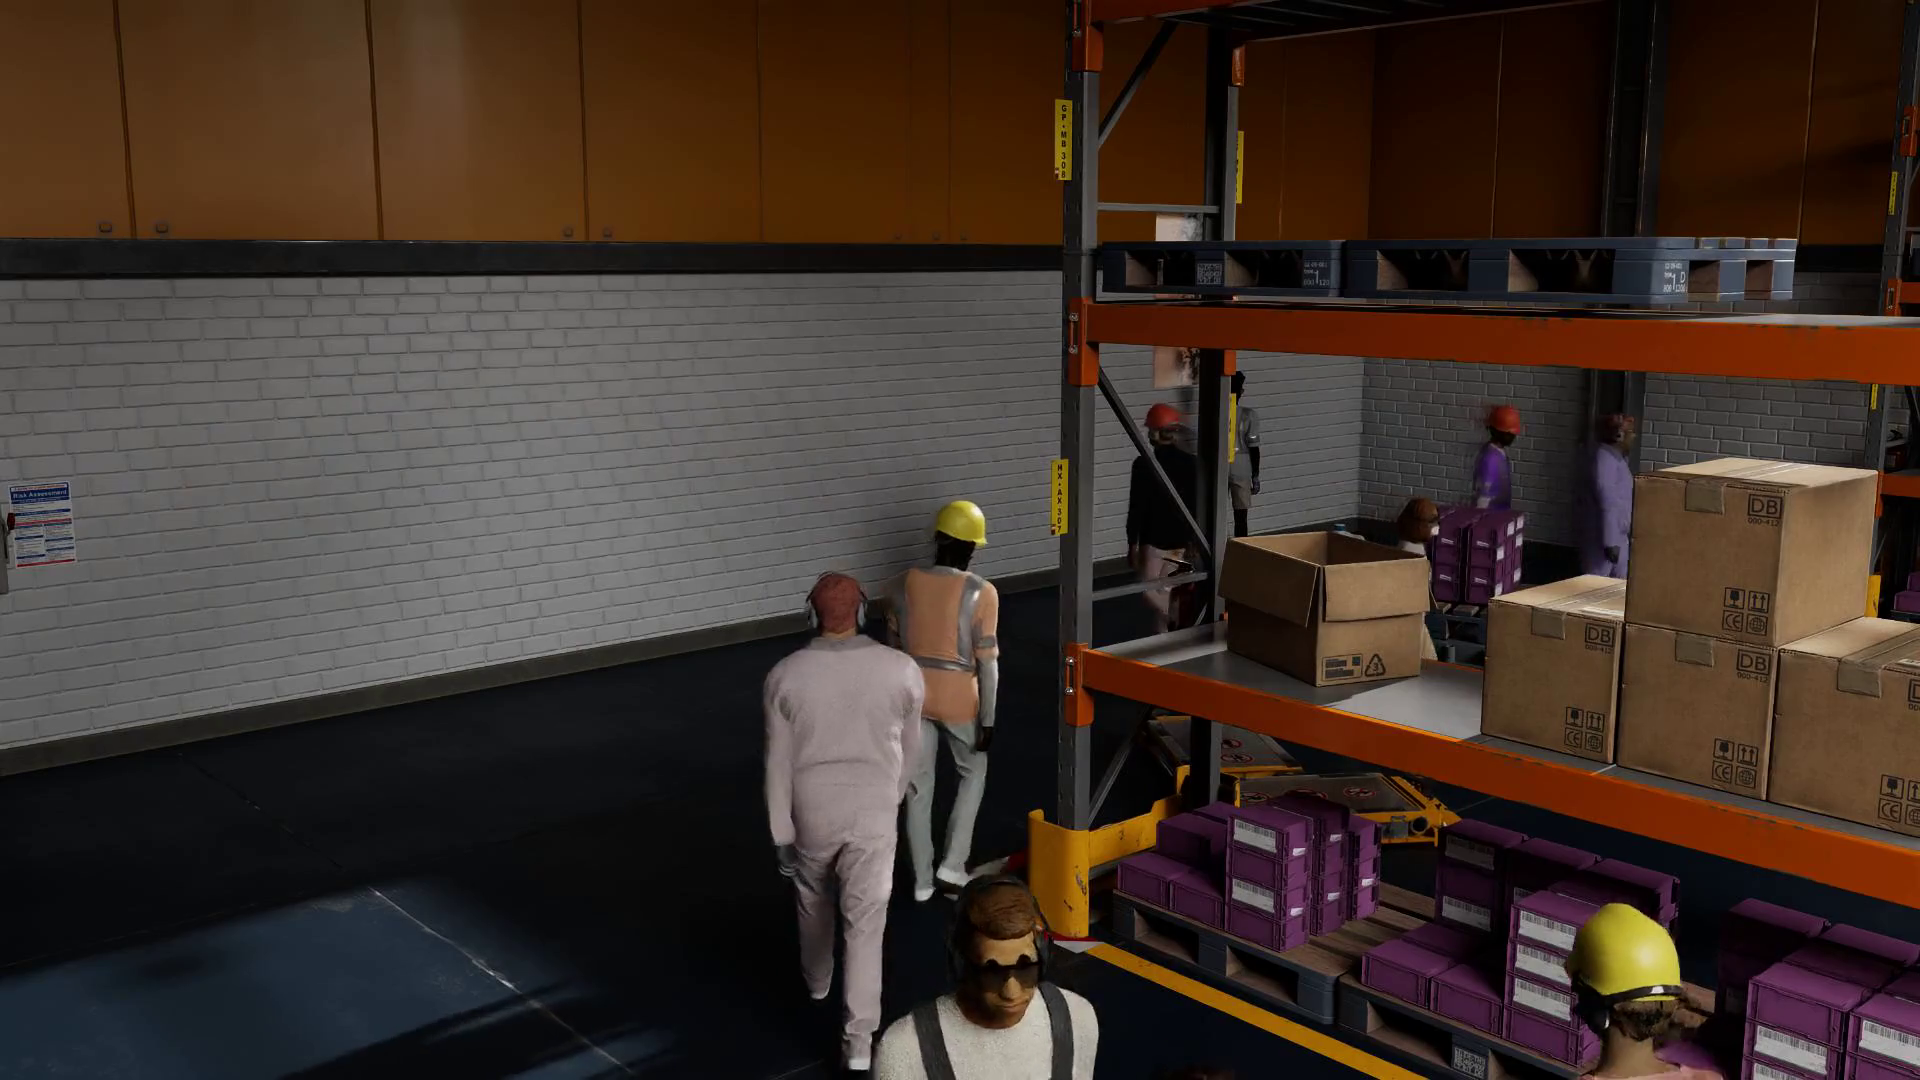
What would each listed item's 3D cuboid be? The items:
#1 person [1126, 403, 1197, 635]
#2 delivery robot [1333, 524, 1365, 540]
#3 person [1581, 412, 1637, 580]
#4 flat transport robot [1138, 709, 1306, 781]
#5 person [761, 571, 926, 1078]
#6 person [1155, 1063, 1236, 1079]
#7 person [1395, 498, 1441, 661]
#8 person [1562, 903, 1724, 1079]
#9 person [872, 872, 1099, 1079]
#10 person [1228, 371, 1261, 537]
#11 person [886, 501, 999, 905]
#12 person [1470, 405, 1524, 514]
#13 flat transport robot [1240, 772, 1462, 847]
[{"bbox_3d":[1.526,-0.007,12.118,0.626,1.970,0.723,-7,12,-35],"label":"person"},{"bbox_3d":[3.510,0.093,15.402,0.477,0.478,0.707,5,11,26],"label":"delivery robot"},{"bbox_3d":[4.817,-0.038,12.587,0.813,1.874,0.647,6,11,32],"label":"person"},{"bbox_3d":[1.502,1.255,9.705,0.652,0.197,1.431,-1,10,-6],"label":"flat transport robot"},{"bbox_3d":[-0.439,1.049,6.366,0.615,1.848,1.079,0,10,-2],"label":"person"},{"bbox_3d":[0.278,1.677,2.680,0.566,1.828,0.465,2,10,9],"label":"person"},{"bbox_3d":[2.807,0.530,10.107,0.862,1.575,0.511,4,10,20],"label":"person"},{"bbox_3d":[1.318,1.596,3.482,0.526,1.719,0.912,-4,10,-20],"label":"person"},{"bbox_3d":[0.100,1.564,3.399,0.516,1.800,0.930,-3,10,-17],"label":"person"},{"bbox_3d":[2.571,-0.637,15.826,0.604,1.966,0.367,5,11,27],"label":"person"},{"bbox_3d":[-0.087,0.764,7.805,0.617,1.899,0.456,3,10,19],"label":"person"},{"bbox_3d":[4.172,-0.169,13.383,0.967,1.886,0.610,3,10,18],"label":"person"},{"bbox_3d":[1.883,1.423,8.721,1.431,0.197,0.652,-1,10,-7],"label":"flat transport robot"}]
